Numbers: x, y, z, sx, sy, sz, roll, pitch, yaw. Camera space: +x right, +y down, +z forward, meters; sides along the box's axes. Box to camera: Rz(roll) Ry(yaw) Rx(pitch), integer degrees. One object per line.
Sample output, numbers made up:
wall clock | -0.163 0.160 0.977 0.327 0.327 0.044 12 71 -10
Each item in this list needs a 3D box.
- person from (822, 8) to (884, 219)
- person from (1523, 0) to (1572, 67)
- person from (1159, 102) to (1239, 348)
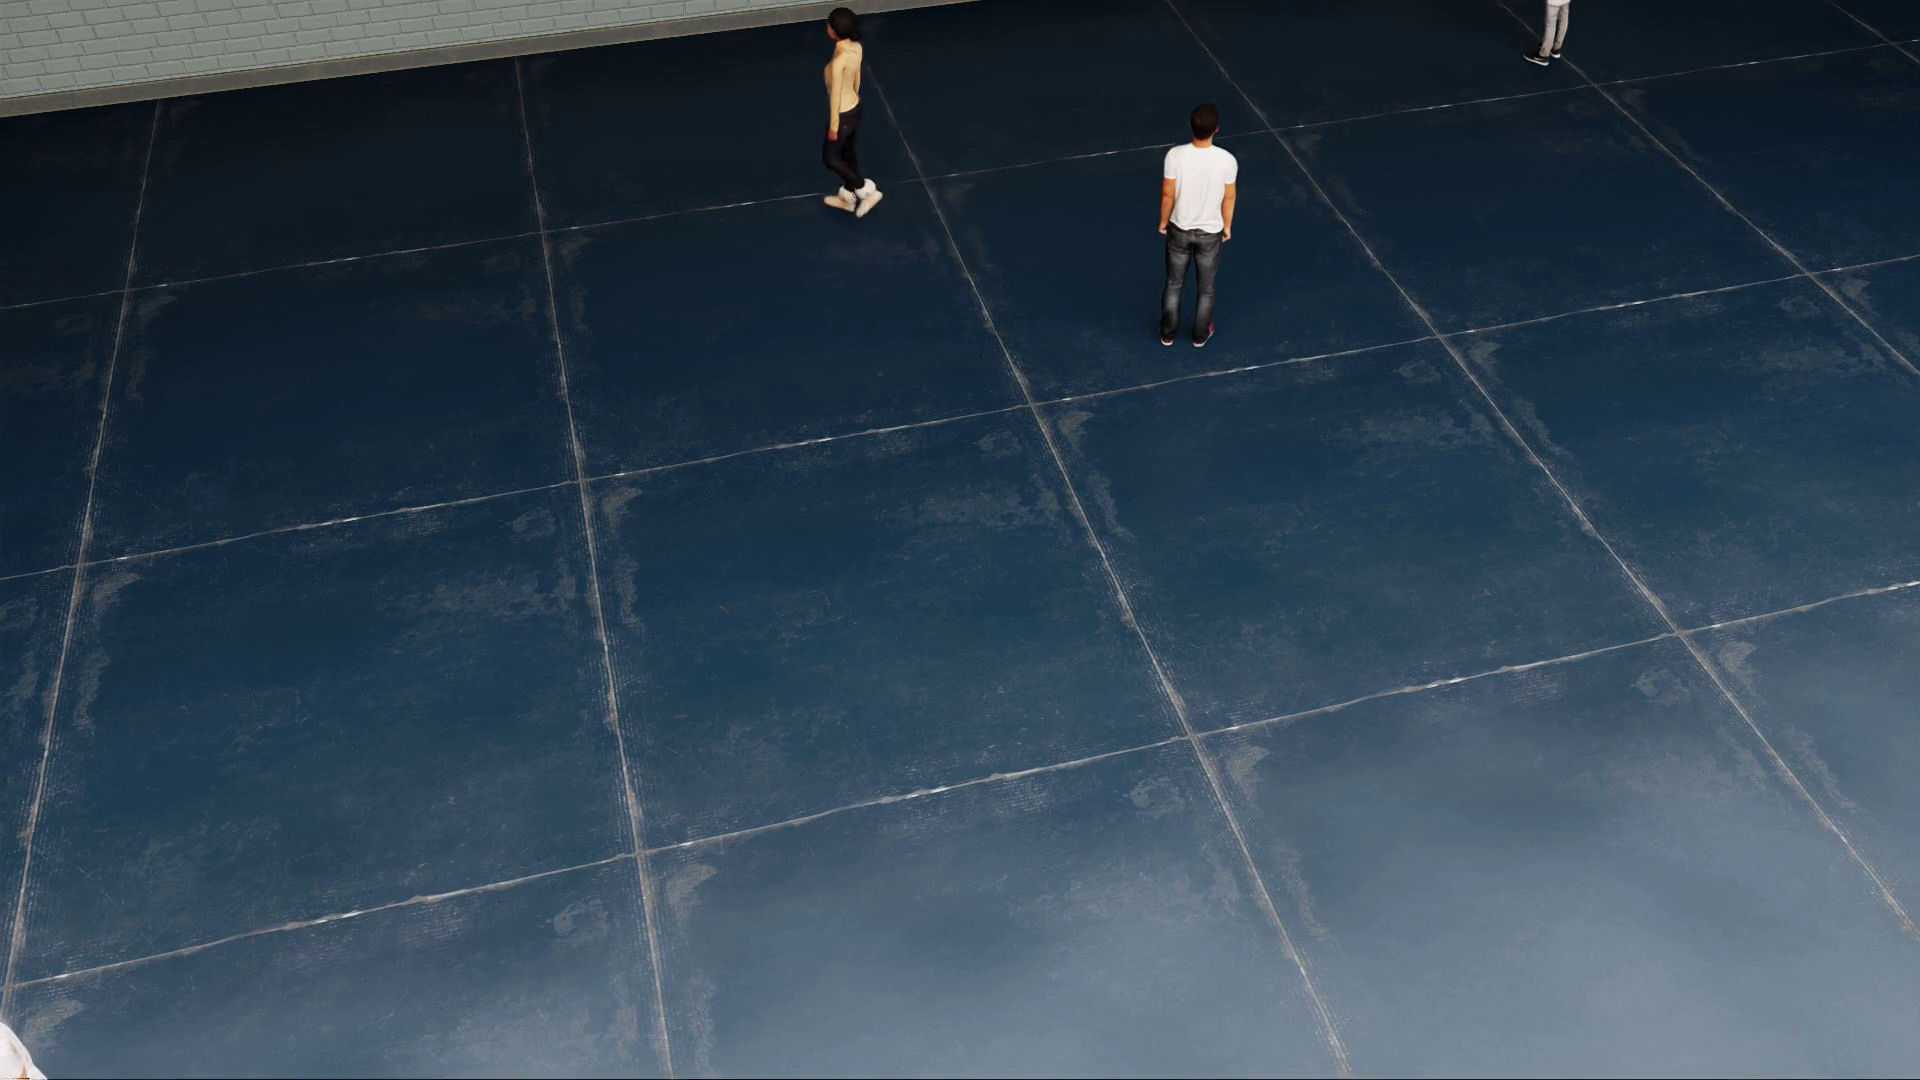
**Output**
person | -0.794 -3.136 12.333 0.890 1.655 0.848 15 45 15
person | 5.185 -4.809 14.279 0.585 1.443 0.594 -32 52 -30
person | 1.568 -2.087 11.100 0.716 1.804 0.693 7 44 8
